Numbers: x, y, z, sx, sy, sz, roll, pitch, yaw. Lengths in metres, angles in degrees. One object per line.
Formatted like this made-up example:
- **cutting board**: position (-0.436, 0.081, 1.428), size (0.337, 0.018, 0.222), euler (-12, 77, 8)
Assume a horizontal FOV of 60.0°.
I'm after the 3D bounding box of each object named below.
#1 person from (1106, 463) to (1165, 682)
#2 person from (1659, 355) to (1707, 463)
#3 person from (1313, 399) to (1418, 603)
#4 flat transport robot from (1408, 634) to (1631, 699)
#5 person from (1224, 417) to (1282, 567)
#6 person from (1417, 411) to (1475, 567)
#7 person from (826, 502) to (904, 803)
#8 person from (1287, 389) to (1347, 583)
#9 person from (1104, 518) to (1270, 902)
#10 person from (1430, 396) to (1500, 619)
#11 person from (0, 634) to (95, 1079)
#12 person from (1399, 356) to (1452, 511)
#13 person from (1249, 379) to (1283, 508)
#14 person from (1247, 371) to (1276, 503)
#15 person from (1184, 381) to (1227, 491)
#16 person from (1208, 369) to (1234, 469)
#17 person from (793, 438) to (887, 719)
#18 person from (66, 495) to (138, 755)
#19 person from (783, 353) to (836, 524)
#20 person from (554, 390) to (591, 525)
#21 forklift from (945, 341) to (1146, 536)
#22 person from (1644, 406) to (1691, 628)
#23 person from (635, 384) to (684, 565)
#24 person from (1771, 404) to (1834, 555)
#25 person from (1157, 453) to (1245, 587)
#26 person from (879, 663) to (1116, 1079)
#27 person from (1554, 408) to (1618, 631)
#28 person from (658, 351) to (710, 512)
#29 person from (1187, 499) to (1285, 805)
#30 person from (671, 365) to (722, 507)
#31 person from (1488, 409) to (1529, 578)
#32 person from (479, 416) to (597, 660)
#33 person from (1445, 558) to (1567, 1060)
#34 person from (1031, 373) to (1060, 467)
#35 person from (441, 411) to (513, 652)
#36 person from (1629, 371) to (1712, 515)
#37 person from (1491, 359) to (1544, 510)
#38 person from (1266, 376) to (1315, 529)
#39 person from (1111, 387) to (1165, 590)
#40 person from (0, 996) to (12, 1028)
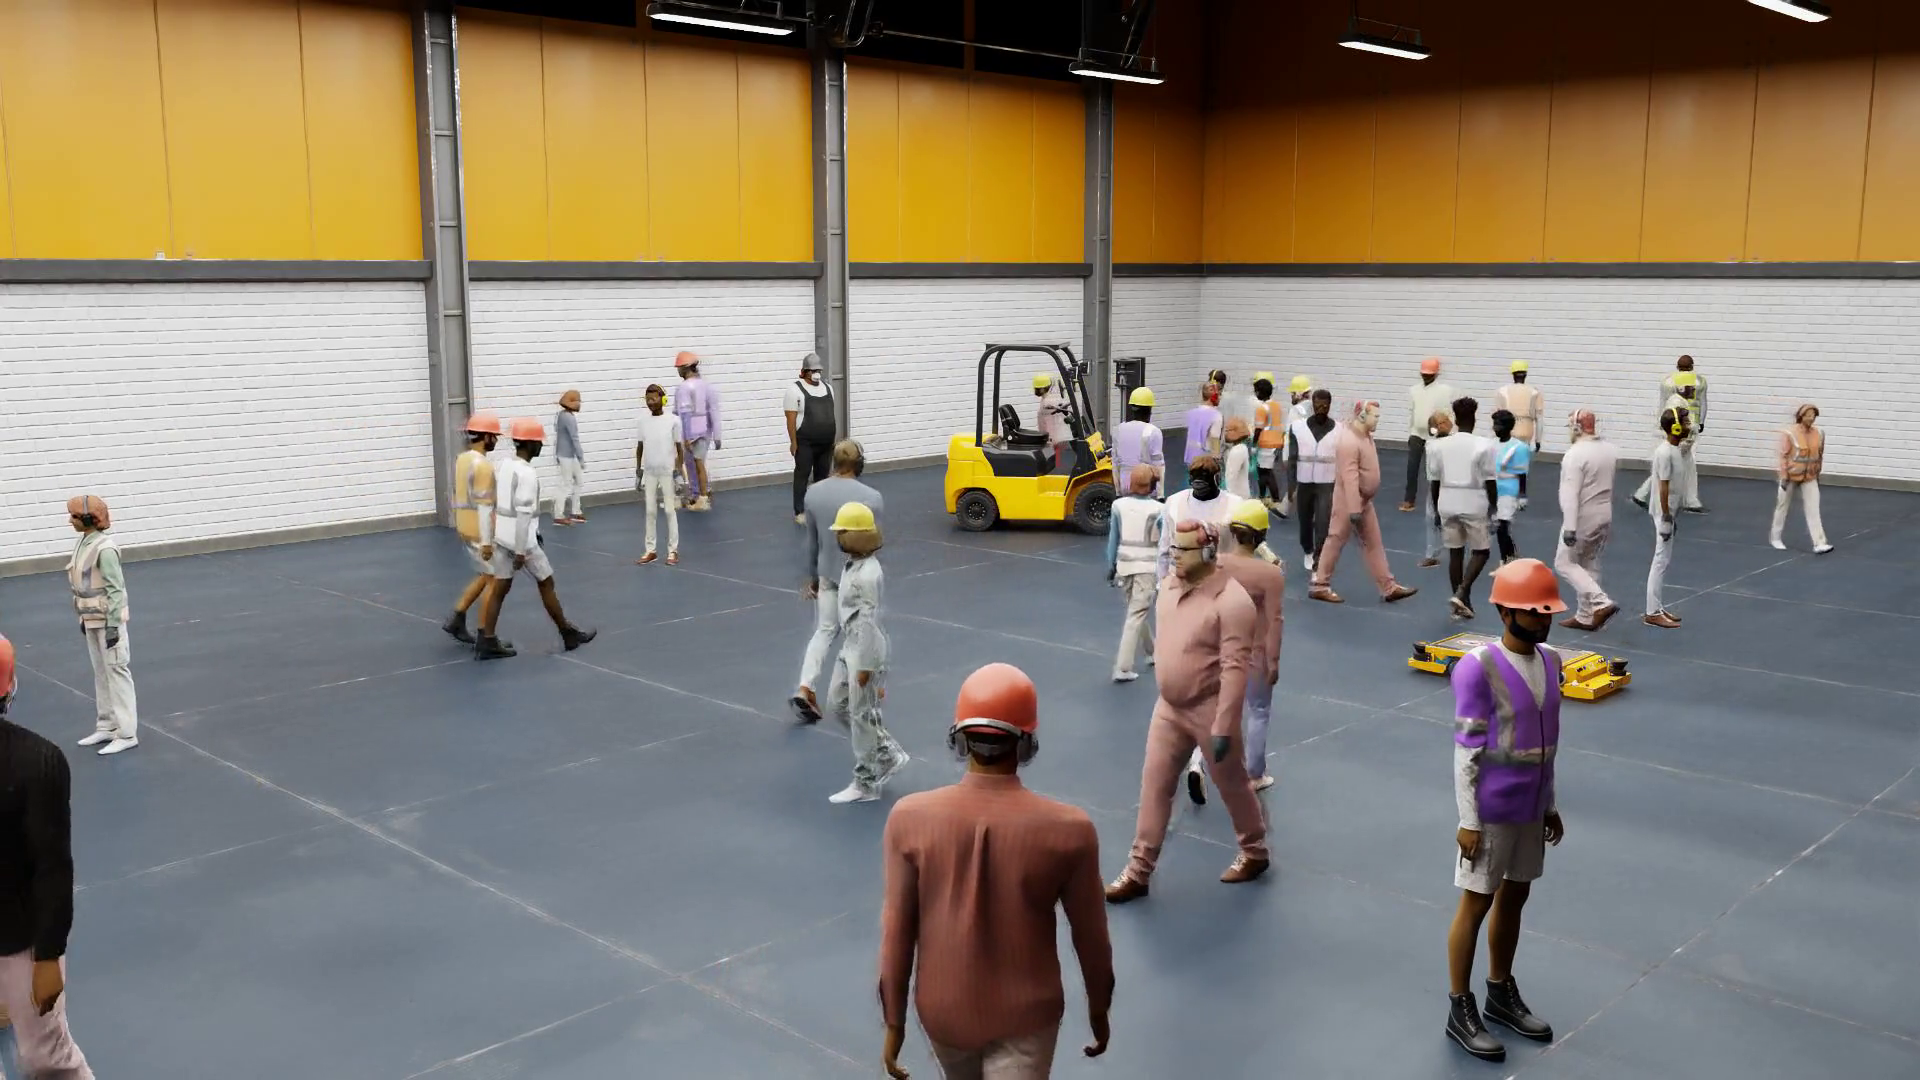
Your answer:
- **person**: position (1.397, 0.227, 12.371), size (0.536, 1.589, 0.856), euler (7, 12, 38)
- **person**: position (10.071, -1.658, 23.204), size (0.626, 1.844, 0.429), euler (4, 10, 23)
- **person**: position (3.669, -0.331, 15.012), size (0.981, 1.849, 0.683), euler (5, 11, 29)
- **flat transport robot**: position (4.118, 0.906, 12.284), size (1.431, 0.197, 0.652), euler (9, 13, 43)
- **person**: position (2.761, -0.390, 16.151), size (0.743, 1.606, 0.534), euler (2, 9, 12)
- **person**: position (5.005, -0.526, 16.976), size (0.710, 1.603, 0.543), euler (-6, 11, -32)
- **person**: position (-0.574, 0.640, 9.415), size (0.379, 1.731, 0.503), euler (-2, 10, -13)
- **person**: position (3.528, -0.569, 16.413), size (0.583, 1.884, 0.941), euler (3, 10, 16)
- **person**: position (1.151, 0.809, 8.039), size (0.989, 1.857, 0.663), euler (-6, 11, -34)
- **person**: position (4.329, -0.263, 14.326), size (0.626, 1.947, 0.475), euler (8, 12, 40)
- **person**: position (-3.022, 1.223, 5.202), size (0.682, 1.963, 0.458), euler (2, 10, 15)
- **person**: position (5.923, -1.340, 20.898), size (0.818, 1.958, 0.625), euler (-9, 13, -43)
- **person**: position (3.775, -1.185, 20.792), size (0.631, 1.664, 0.578), euler (7, 11, 35)
- **person**: position (3.759, -1.303, 21.373), size (0.736, 1.742, 0.533), euler (-1, 9, -5)
- **person**: position (2.731, -0.795, 17.946), size (0.709, 1.820, 0.585), euler (-4, 10, -26)
- **person**: position (3.182, -1.167, 20.309), size (0.992, 1.812, 0.486), euler (9, 13, 43)
- **person**: position (-0.807, 0.258, 11.265), size (0.637, 1.909, 0.916), euler (5, 10, 27)
- **person**: position (-5.387, 0.525, 10.444), size (0.515, 1.636, 0.314), euler (9, 13, 44)
- **person**: position (-1.729, -1.215, 19.876), size (0.689, 2.000, 0.539), euler (-8, 12, -40)
- **person**: position (-4.563, -0.975, 19.694), size (0.603, 1.606, 0.536), euler (-4, 10, -25)
- **forklift**: position (0.977, -1.223, 19.452), size (2.313, 2.155, 1.214), euler (2, 9, 11)
- **person**: position (6.034, -0.197, 14.142), size (0.321, 1.876, 0.532), euler (4, 10, 25)
- **person**: position (-3.092, -0.675, 17.088), size (0.534, 1.868, 0.309), euler (2, 9, 11)
- **person**: position (8.993, -0.643, 17.740), size (0.530, 1.593, 0.833), euler (-1, 9, -3)
- **person**: position (1.588, 0.345, 10.921), size (0.628, 1.843, 0.429), euler (4, 10, 21)
- **person**: position (0.116, 1.305, 4.743), size (0.648, 1.936, 1.047), euler (2, 9, 12)
- **person**: position (5.226, -0.147, 13.815), size (0.692, 1.882, 0.525), euler (-8, 12, -41)
- **person**: position (-3.464, -1.353, 20.798), size (0.758, 2.017, 0.613), euler (4, 10, 22)
- **person**: position (1.565, 0.636, 9.431), size (0.530, 1.737, 0.757), euler (6, 11, 34)
- **person**: position (-3.343, -1.321, 21.027), size (0.767, 1.873, 0.487), euler (5, 11, 29)
- **person**: position (5.297, -0.440, 16.225), size (0.396, 1.678, 0.539), euler (-3, 10, -19)
- **person**: position (-3.352, -0.021, 13.020), size (0.969, 1.884, 0.558), euler (-8, 12, -41)
- **person**: position (2.141, 1.025, 6.450), size (0.542, 1.939, 0.362), euler (-6, 11, -32)
- **person**: position (1.012, -1.217, 20.816), size (0.686, 1.726, 0.581), euler (1, 9, 6)
- **person**: position (-3.853, -0.069, 13.234), size (0.535, 1.913, 0.562), euler (-7, 11, -35)
- **person**: position (8.835, -1.209, 20.629), size (0.924, 1.794, 0.590), euler (6, 11, 32)
- **person**: position (7.007, -1.324, 20.974), size (0.653, 1.900, 0.493), euler (1, 9, 9)
- **person**: position (3.973, -1.033, 19.561), size (0.598, 1.772, 0.956), euler (-9, 13, -44)
- **person**: position (1.696, -0.480, 15.715), size (0.588, 1.927, 0.366), euler (9, 13, 42)
- **person**: position (-4.201, 1.096, 6.473), size (0.952, 1.791, 0.649), euler (-3, 10, -19)
